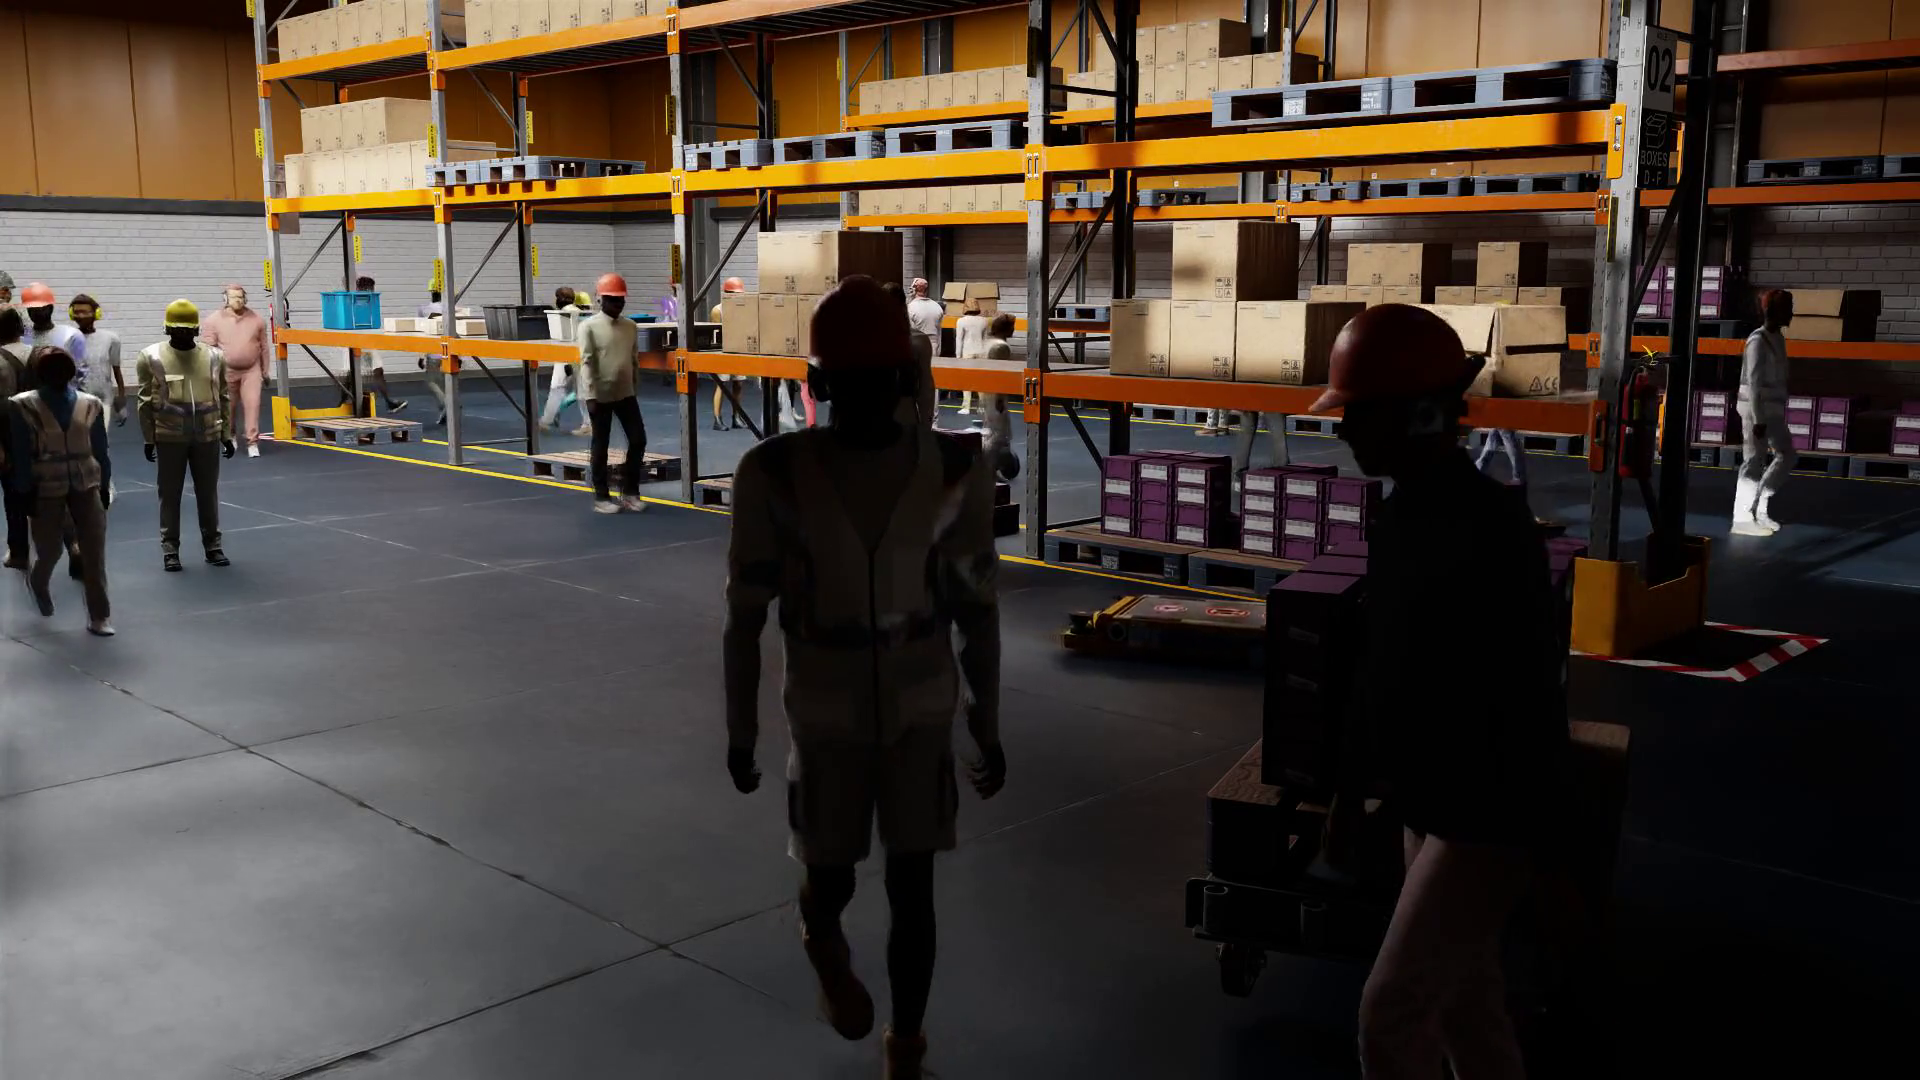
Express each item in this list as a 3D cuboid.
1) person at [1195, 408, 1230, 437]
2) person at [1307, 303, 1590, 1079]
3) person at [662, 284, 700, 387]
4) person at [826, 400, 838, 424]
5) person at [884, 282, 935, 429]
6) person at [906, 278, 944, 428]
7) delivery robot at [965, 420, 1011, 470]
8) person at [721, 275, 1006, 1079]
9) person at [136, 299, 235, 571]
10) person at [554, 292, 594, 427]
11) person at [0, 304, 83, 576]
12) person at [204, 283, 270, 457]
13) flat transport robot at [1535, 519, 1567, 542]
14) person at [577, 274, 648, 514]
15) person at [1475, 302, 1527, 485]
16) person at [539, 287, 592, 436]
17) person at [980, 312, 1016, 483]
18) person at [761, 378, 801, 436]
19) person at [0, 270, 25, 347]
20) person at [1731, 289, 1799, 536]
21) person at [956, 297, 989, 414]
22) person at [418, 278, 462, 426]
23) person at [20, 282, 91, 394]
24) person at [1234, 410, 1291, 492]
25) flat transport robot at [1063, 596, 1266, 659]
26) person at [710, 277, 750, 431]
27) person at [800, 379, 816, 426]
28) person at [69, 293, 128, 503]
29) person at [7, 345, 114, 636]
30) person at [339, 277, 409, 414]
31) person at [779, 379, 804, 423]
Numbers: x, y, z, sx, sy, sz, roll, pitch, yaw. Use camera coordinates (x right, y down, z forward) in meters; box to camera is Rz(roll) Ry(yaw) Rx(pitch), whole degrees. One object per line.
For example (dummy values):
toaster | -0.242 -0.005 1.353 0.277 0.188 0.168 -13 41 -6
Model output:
person | 3.085 -2.216 20.110 0.355 1.938 0.637 9 13 42
person | 0.870 0.539 3.178 0.750 1.951 0.695 -1 9 -5
person | -4.814 -3.533 28.379 0.550 1.887 1.011 -7 11 -36
person | -1.249 -1.664 17.482 0.320 1.692 0.532 3 10 15
person | -0.464 -0.722 10.973 0.627 1.933 0.376 3 10 17
person | -0.505 -2.279 20.593 0.406 1.911 0.639 9 13 44
delivery robot | 0.171 -0.914 16.074 0.477 0.478 0.707 -7 11 -35
person | -0.227 0.385 3.941 0.661 2.016 0.682 -1 9 -8
person | -5.208 -0.708 11.224 0.588 1.822 0.403 -7 12 -38
person | -4.734 -2.190 20.548 0.696 1.743 0.526 0 9 -1
person | -6.122 -0.650 10.966 0.930 1.805 0.550 7 12 37
person | -7.861 -1.853 18.107 0.651 1.875 0.902 -5 10 -27
flat transport robot | 3.758 -0.103 12.257 0.652 0.197 1.431 -4 10 -21
person | -2.836 -1.181 13.649 0.612 1.973 0.602 -9 13 -43
person | 5.016 -1.354 15.513 0.536 1.714 0.930 -6 11 -32
person | -4.827 -2.151 20.138 0.897 1.803 0.645 1 9 9
person | 0.321 -1.323 15.589 0.397 1.614 0.546 -1 9 -9
person | -1.918 -1.766 18.420 0.856 1.574 0.553 4 10 26
person | -10.419 -1.965 18.257 0.705 2.000 0.974 3 10 19
person | 6.110 -0.950 12.557 0.470 1.866 0.616 8 12 41
person | 0.177 -2.568 23.234 0.504 1.626 0.284 -4 10 -25
person | -6.641 -2.396 21.285 0.616 1.914 0.448 -8 13 -42
person | -7.035 -1.023 12.856 0.566 1.916 0.438 -3 10 -19
person | 2.686 -1.281 14.627 0.603 1.854 1.038 -3 10 -17
flat transport robot | 1.323 0.468 8.754 1.431 0.197 0.652 3 10 21
person | -2.845 -2.316 20.800 0.557 1.924 0.423 -9 13 -43
person | -1.810 -1.989 19.251 0.310 1.769 0.523 0 9 -3
person | -7.312 -1.158 14.002 0.529 1.837 0.972 -2 10 -14
person | -5.000 -0.285 9.249 0.515 1.612 0.655 -9 13 -42
person | -8.239 -2.688 23.109 1.045 1.911 0.617 2 10 14
person | -2.298 -2.395 21.959 0.322 1.699 0.539 7 11 35
